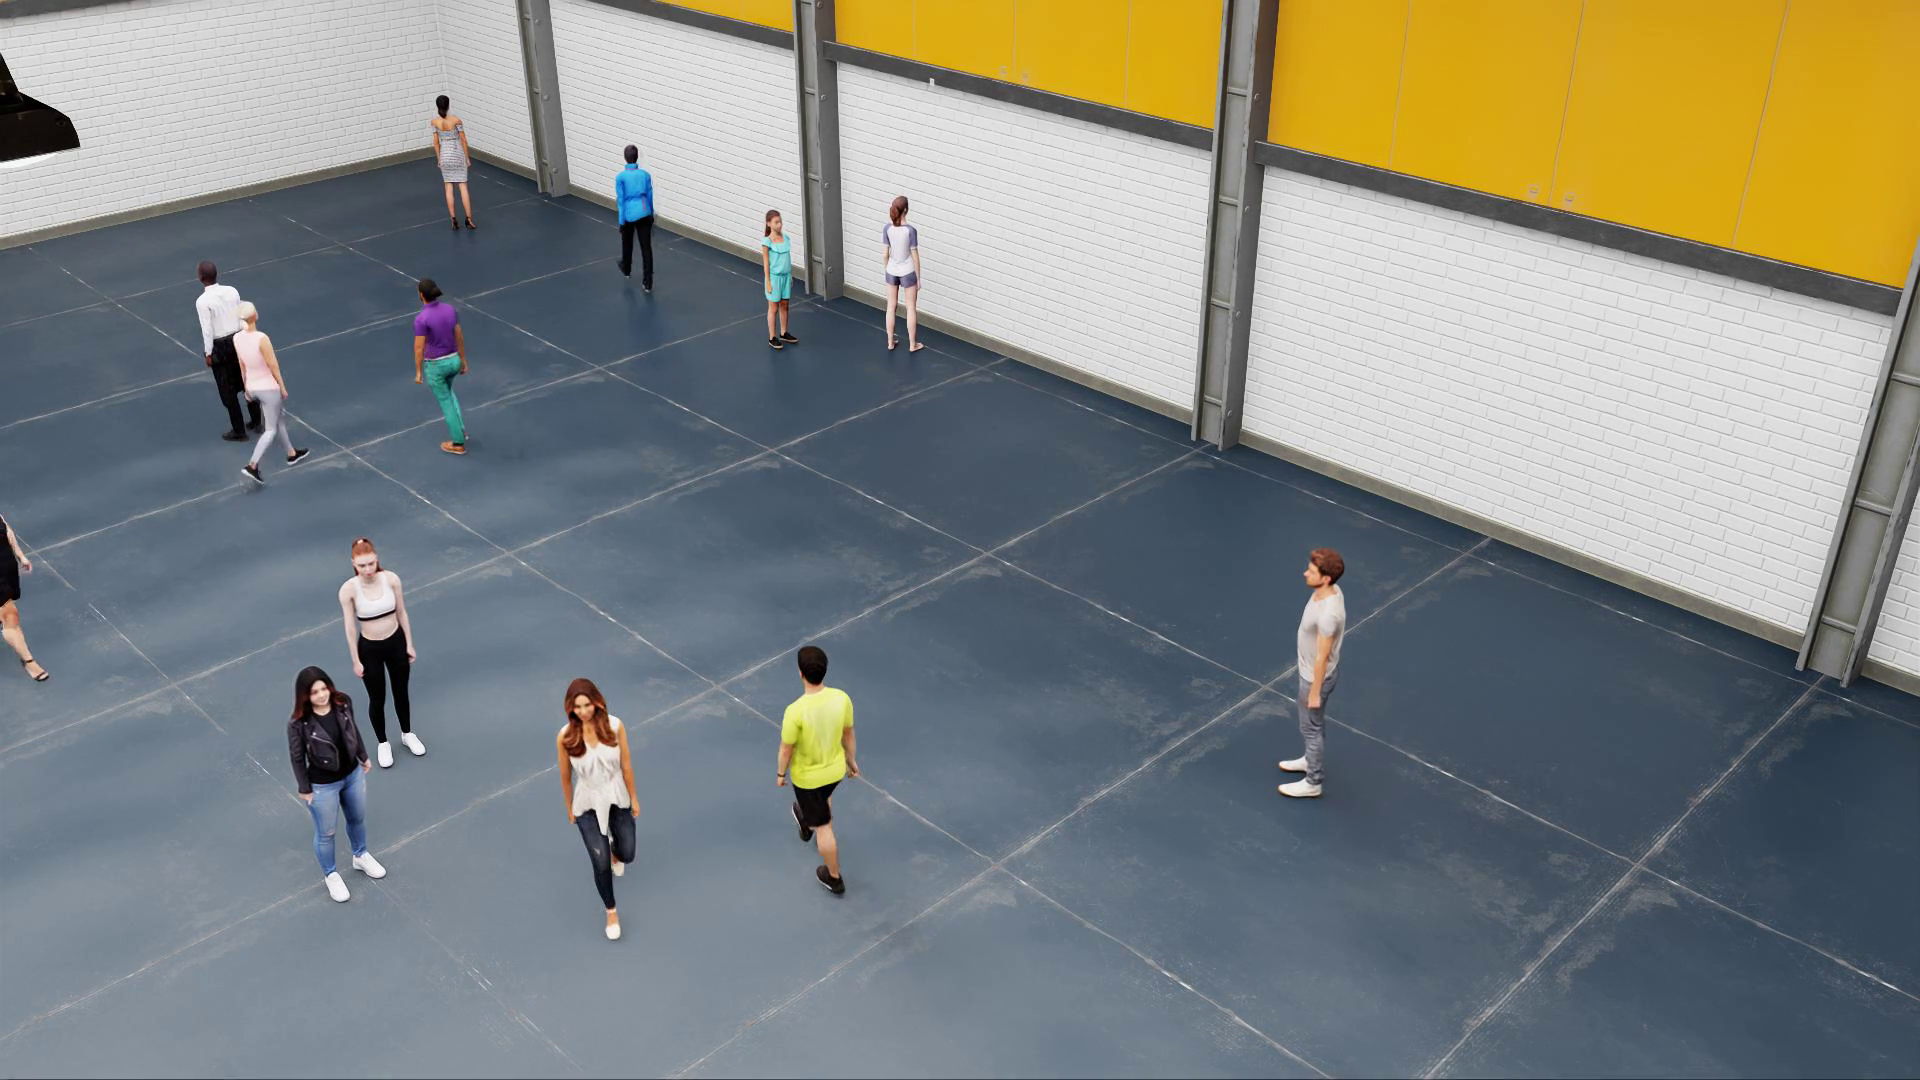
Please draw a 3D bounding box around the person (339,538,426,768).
[{"bbox_3d":[-4.063,0.777,11.695,0.618,1.742,0.554,-19,34,-31],"label":"person"}]

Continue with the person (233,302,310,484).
[{"bbox_3d":[-6.615,-1.366,15.677,1.102,1.691,0.910,12,31,21],"label":"person"}]

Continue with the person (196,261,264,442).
[{"bbox_3d":[-7.258,-1.876,16.461,0.632,1.836,0.702,14,32,24],"label":"person"}]

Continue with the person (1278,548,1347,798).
[{"bbox_3d":[2.439,0.893,11.328,0.755,1.891,0.738,5,29,9],"label":"person"}]

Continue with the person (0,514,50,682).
[{"bbox_3d":[-7.439,0.275,12.679,1.152,1.681,0.943,10,30,18],"label":"person"}]

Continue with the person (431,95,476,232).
[{"bbox_3d":[-6.806,-5.063,22.318,0.677,1.822,0.734,0,29,-1],"label":"person"}]

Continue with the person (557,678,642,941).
[{"bbox_3d":[-2.197,1.576,10.202,0.832,1.770,0.986,-9,30,-16],"label":"person"}]

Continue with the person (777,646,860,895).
[{"bbox_3d":[-0.848,1.483,10.474,0.768,1.673,1.077,-19,34,-30],"label":"person"}]

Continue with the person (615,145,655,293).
[{"bbox_3d":[-3.899,-3.868,20.190,0.878,1.761,1.160,-14,31,-23],"label":"person"}]

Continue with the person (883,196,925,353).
[{"bbox_3d":[-0.657,-2.969,18.537,0.618,1.766,0.723,9,30,16],"label":"person"}]

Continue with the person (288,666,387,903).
[{"bbox_3d":[-3.947,1.501,10.482,0.597,1.634,0.673,20,34,32],"label":"person"}]

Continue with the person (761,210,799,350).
[{"bbox_3d":[-2.051,-2.953,18.725,0.545,1.558,0.544,24,37,37],"label":"person"}]

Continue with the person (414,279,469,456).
[{"bbox_3d":[-4.956,-1.665,16.159,0.723,1.755,0.710,14,31,24],"label":"person"}]
